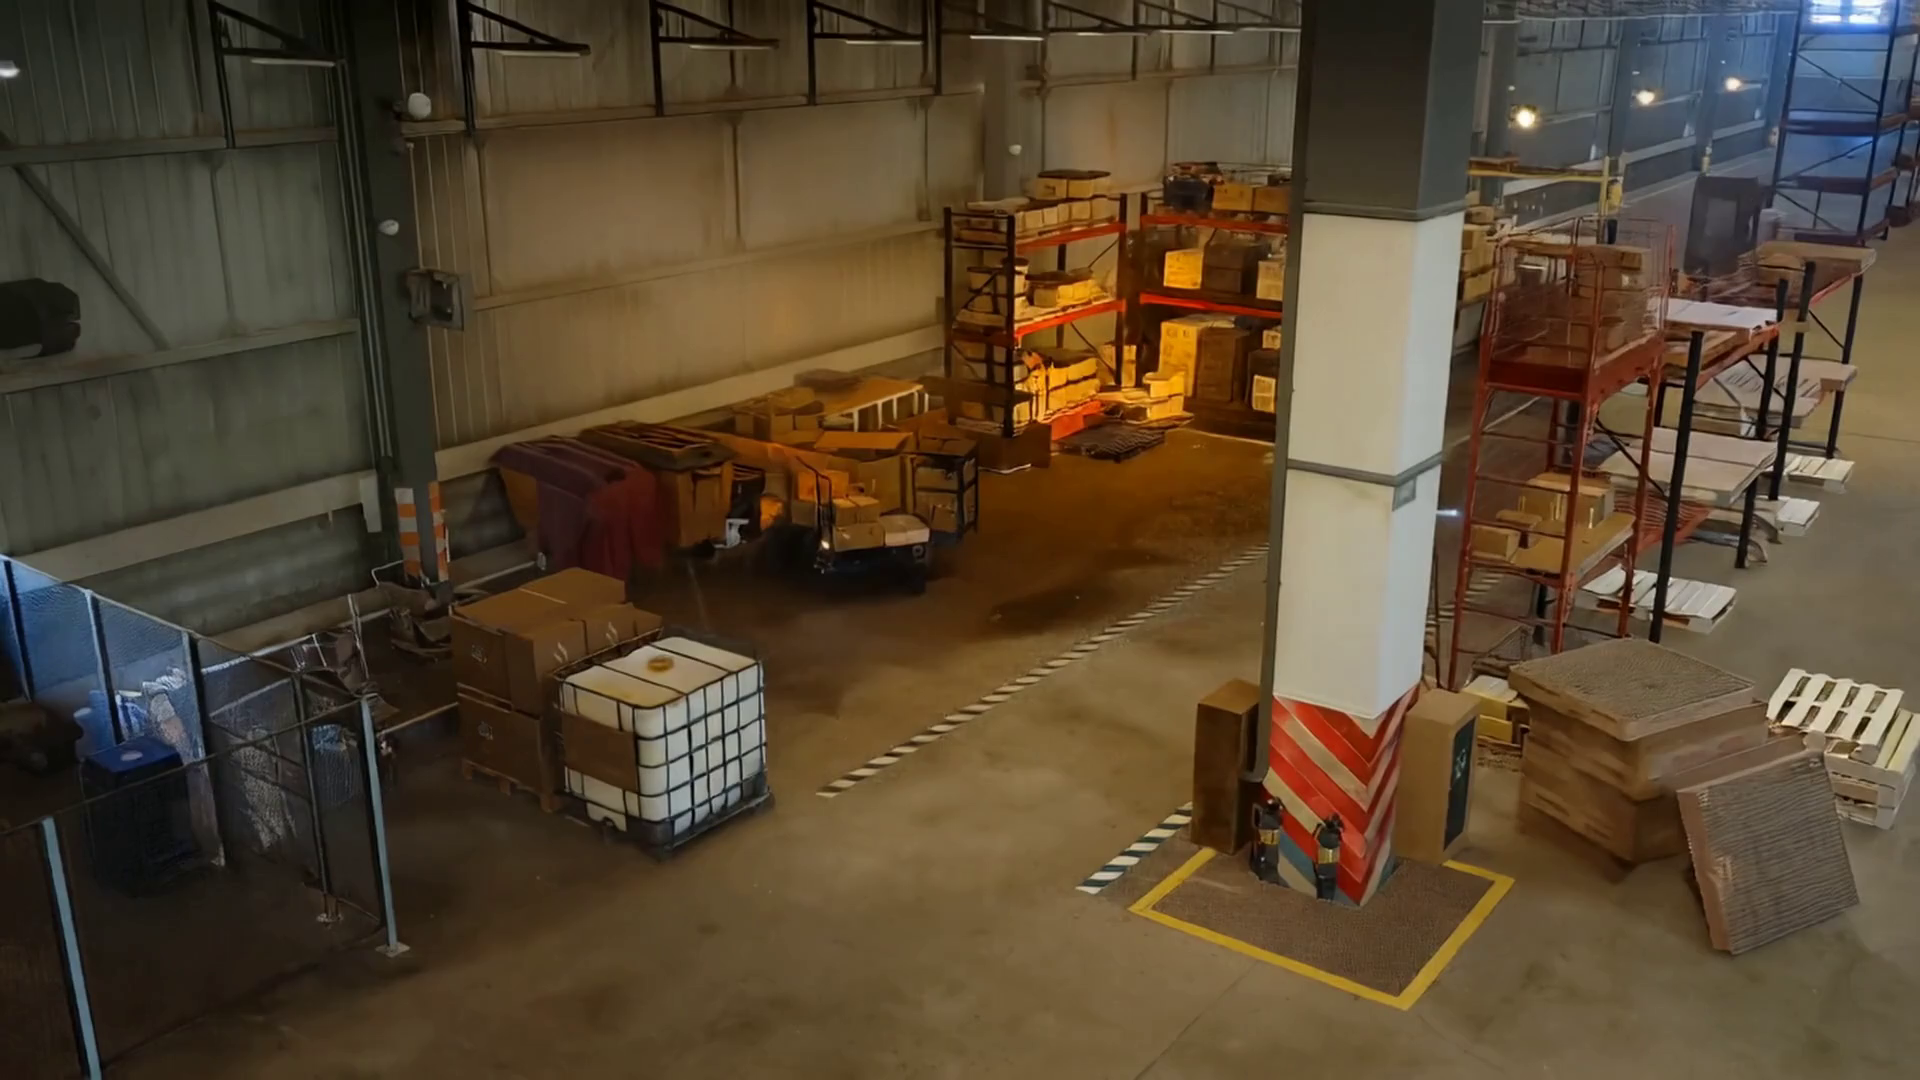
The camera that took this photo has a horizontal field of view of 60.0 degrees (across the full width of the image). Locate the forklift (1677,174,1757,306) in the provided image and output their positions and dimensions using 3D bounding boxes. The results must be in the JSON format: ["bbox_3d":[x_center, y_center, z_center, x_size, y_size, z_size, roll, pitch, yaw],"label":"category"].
[{"bbox_3d":[12.781,-4.759,28.185,1.129,2.768,1.873,13,22,34],"label":"forklift"}]
